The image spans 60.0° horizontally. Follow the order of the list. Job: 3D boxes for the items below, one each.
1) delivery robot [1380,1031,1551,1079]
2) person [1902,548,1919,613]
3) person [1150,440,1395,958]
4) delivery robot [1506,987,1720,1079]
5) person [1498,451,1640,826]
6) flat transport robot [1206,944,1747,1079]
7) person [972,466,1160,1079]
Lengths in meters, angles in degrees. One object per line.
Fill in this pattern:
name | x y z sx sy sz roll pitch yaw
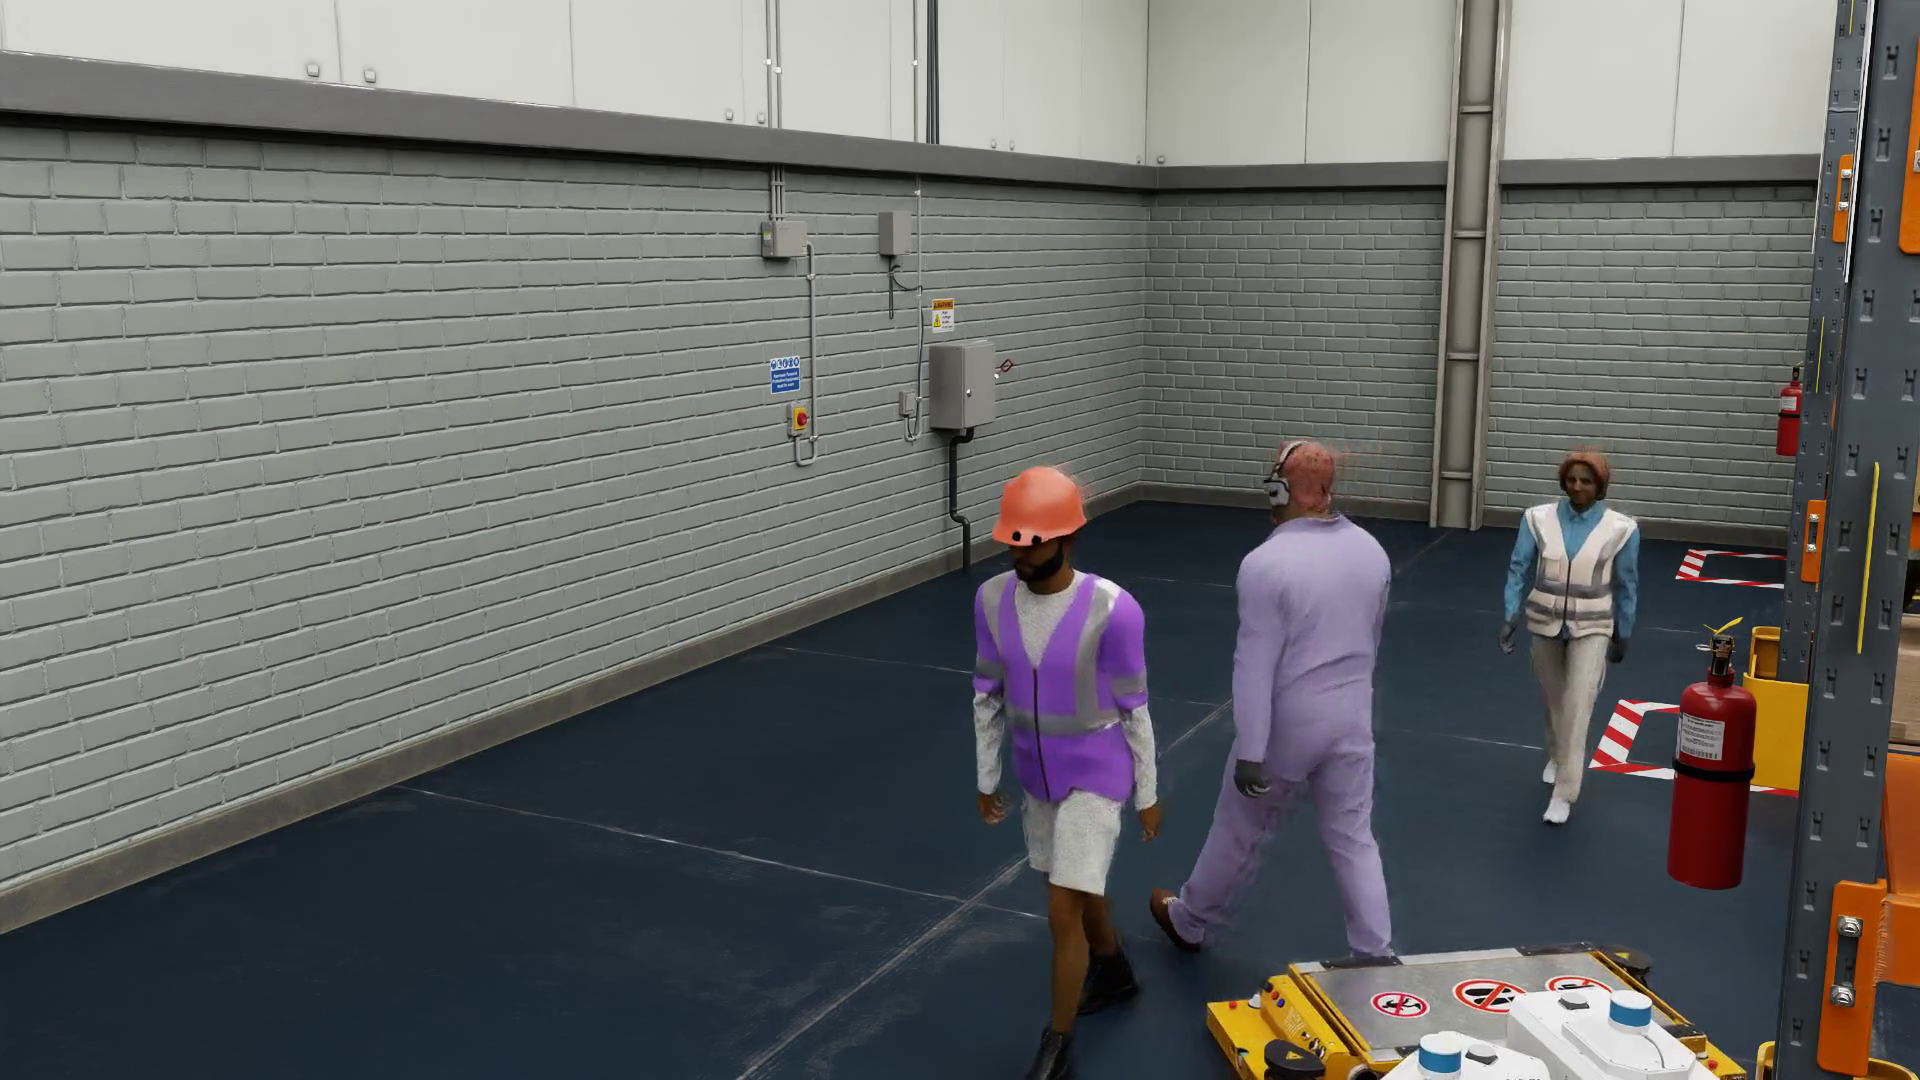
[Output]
delivery robot | 1.168 1.459 4.085 0.477 0.478 0.707 9 13 40
person | 5.644 -0.190 9.348 0.854 2.007 0.641 5 11 23
person | 1.094 0.586 5.586 0.667 1.844 0.978 -6 12 -30
delivery robot | 1.728 1.416 4.321 0.477 0.478 0.707 -2 11 -10
person | 2.696 0.389 7.349 0.525 1.595 0.876 6 12 31
flat transport robot | 1.531 1.476 5.024 1.431 0.197 0.652 -2 11 -9
person | 0.354 0.679 5.028 0.564 1.887 0.846 8 13 37
